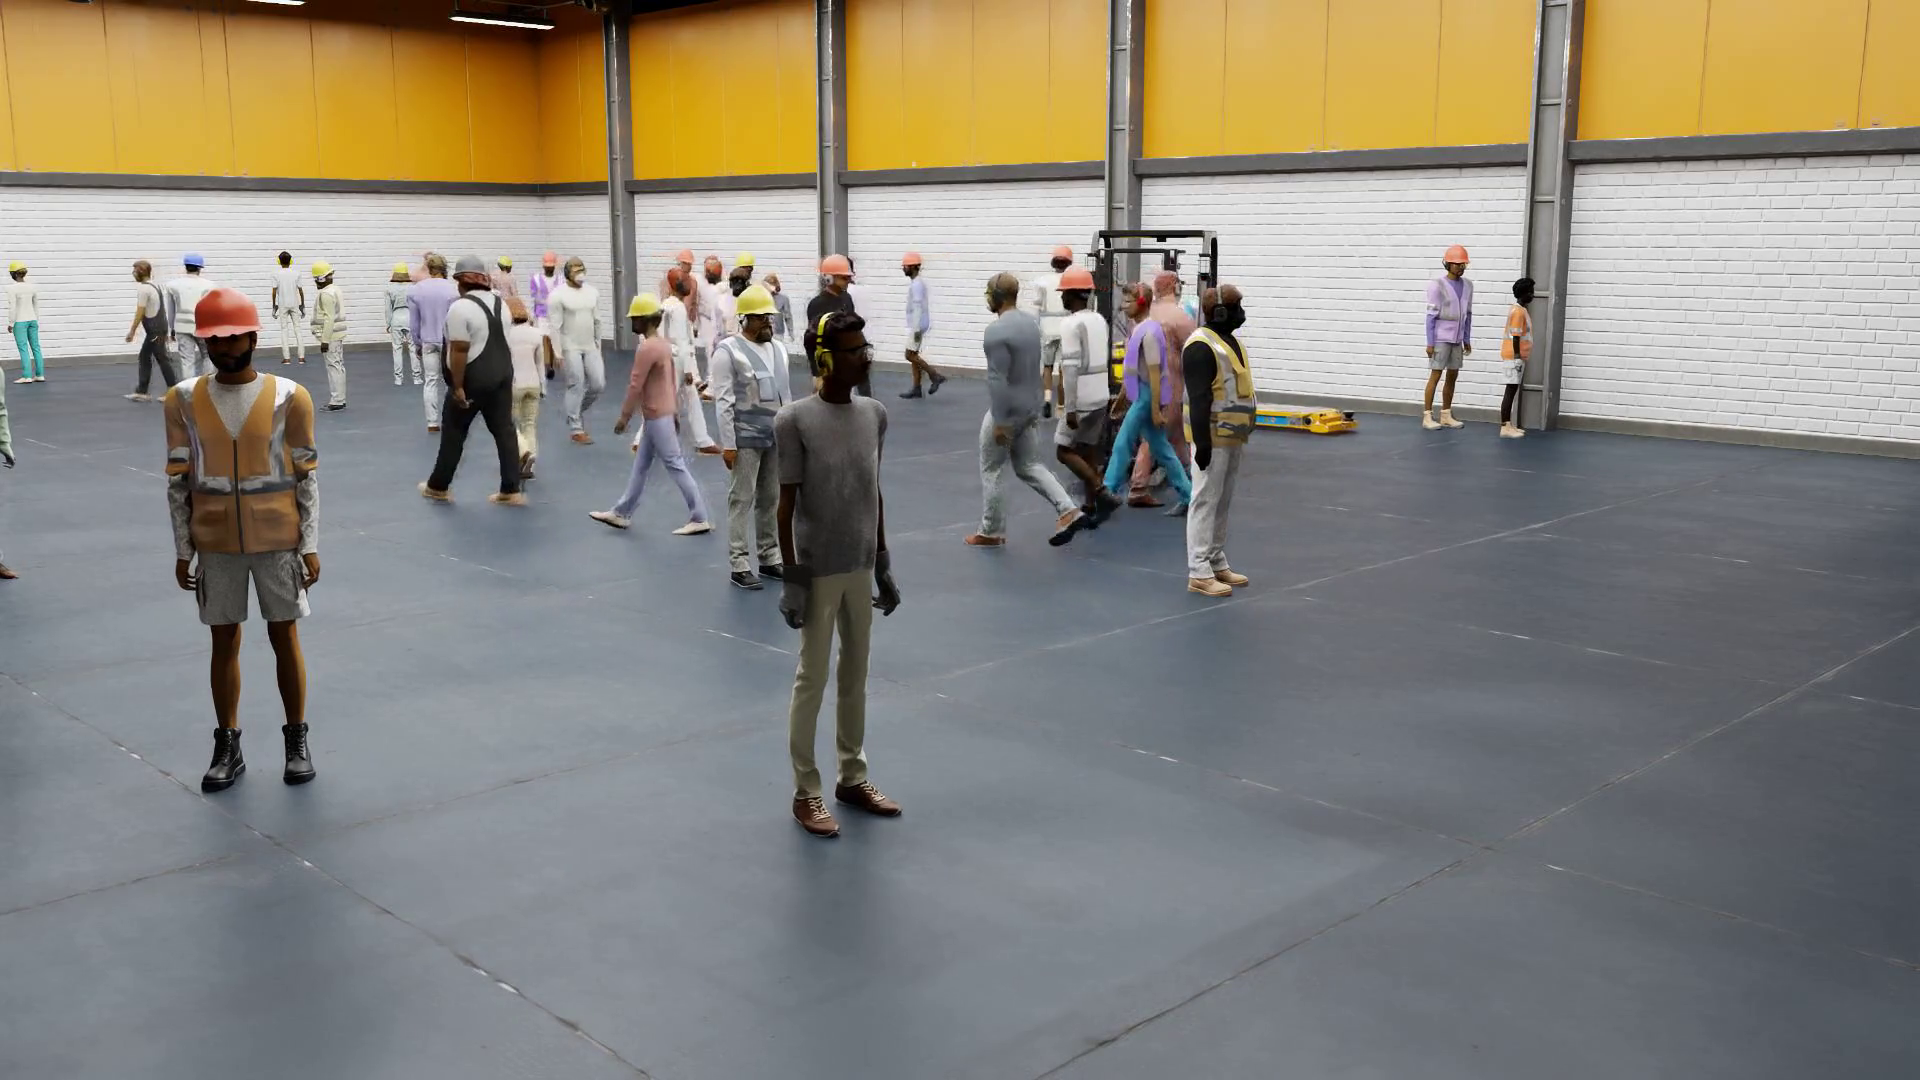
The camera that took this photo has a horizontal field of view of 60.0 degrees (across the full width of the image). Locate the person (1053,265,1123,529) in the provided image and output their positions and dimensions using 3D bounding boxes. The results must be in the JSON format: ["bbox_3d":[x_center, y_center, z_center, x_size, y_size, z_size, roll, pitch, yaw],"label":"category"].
[{"bbox_3d":[0.912,-1.006,11.971,0.559,1.922,0.557,8,13,37],"label":"person"}]

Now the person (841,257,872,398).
[{"bbox_3d":[-1.377,-2.252,18.847,0.920,1.876,0.611,2,11,8],"label":"person"}]

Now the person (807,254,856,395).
[{"bbox_3d":[-1.141,-1.435,14.152,0.752,1.976,0.625,6,12,29],"label":"person"}]

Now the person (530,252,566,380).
[{"bbox_3d":[-6.119,-3.338,24.799,0.561,1.867,1.033,-4,11,-21],"label":"person"}]

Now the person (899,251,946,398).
[{"bbox_3d":[-0.530,-2.797,21.710,0.538,1.921,0.574,0,10,-1],"label":"person"}]

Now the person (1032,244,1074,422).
[{"bbox_3d":[1.129,-2.347,18.968,0.644,2.028,0.521,2,11,10],"label":"person"}]

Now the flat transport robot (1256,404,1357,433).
[{"bbox_3d":[3.592,-1.362,18.399,1.431,0.197,0.652,9,14,40],"label":"flat transport robot"}]

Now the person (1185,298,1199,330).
[{"bbox_3d":[3.014,-2.427,20.434,0.540,1.653,0.889,0,10,-1],"label":"person"}]

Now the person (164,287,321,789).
[{"bbox_3d":[-2.757,0.000,6.426,0.548,1.937,0.358,-3,11,-15],"label":"person"}]

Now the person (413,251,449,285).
[{"bbox_3d":[-9.213,-4.098,29.018,1.000,1.859,0.635,8,13,39],"label":"person"}]

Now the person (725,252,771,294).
[{"bbox_3d":[-2.590,-2.548,20.341,0.588,1.930,0.359,-5,12,-26],"label":"person"}]

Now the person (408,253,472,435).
[{"bbox_3d":[-5.563,-2.085,17.803,0.629,1.936,0.372,1,10,6],"label":"person"}]

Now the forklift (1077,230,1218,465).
[{"bbox_3d":[1.804,-1.825,15.677,1.214,2.155,2.313,2,11,13],"label":"forklift"}]

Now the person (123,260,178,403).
[{"bbox_3d":[-10.381,-2.638,21.156,0.833,1.803,0.494,-2,11,-11],"label":"person"}]

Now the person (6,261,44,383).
[{"bbox_3d":[-13.551,-3.146,24.047,0.318,1.767,0.534,3,11,15],"label":"person"}]

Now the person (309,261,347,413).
[{"bbox_3d":[-7.630,-2.450,20.105,0.403,1.821,0.588,-2,11,-9],"label":"person"}]

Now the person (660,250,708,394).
[{"bbox_3d":[-3.728,-2.903,22.259,0.626,1.914,1.074,-7,13,-35],"label":"person"}]

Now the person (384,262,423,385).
[{"bbox_3d":[-7.984,-3.100,23.860,0.492,1.742,0.324,-3,11,-16],"label":"person"}]

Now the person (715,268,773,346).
[{"bbox_3d":[-2.268,-1.967,17.547,0.639,1.800,0.953,1,10,3],"label":"person"}]

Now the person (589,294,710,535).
[{"bbox_3d":[-2.221,-0.881,11.851,0.937,1.710,0.539,1,10,3],"label":"person"}]

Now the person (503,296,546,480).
[{"bbox_3d":[-3.775,-1.291,14.360,0.503,1.620,0.464,-9,14,-40],"label":"person"}]

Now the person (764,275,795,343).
[{"bbox_3d":[-2.517,-2.788,22.556,0.519,1.586,0.838,-4,11,-20],"label":"person"}]

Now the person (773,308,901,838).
[{"bbox_3d":[-0.431,0.112,5.986,0.524,1.876,0.325,-10,14,-44],"label":"person"}]

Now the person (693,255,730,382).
[{"bbox_3d":[-3.368,-2.990,22.956,0.658,1.853,1.004,-6,12,-30],"label":"person"}]

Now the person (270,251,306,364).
[{"bbox_3d":[-11.171,-3.860,27.663,0.530,1.869,0.311,-6,12,-28],"label":"person"}]

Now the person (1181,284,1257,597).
[{"bbox_3d":[1.552,-0.600,9.949,0.429,1.846,0.633,5,12,27],"label":"person"}]

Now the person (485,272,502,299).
[{"bbox_3d":[-6.736,-2.996,23.619,0.543,1.626,0.397,-3,11,-16],"label":"person"}]

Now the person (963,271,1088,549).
[{"bbox_3d":[0.443,-0.854,11.201,0.827,1.907,0.662,7,12,32],"label":"person"}]

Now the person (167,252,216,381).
[{"bbox_3d":[-9.592,-2.632,20.858,0.625,1.910,0.801,-3,11,-16],"label":"person"}]

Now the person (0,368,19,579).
[{"bbox_3d":[-6.057,-0.539,10.190,0.285,1.634,0.499,6,12,31],"label":"person"}]

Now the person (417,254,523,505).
[{"bbox_3d":[-3.904,-1.298,13.219,1.011,2.000,0.701,5,12,27],"label":"person"}]

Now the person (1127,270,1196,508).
[{"bbox_3d":[1.720,-1.193,13.180,1.002,1.844,0.681,-5,11,-24],"label":"person"}]

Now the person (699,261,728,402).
[{"bbox_3d":[-2.914,-2.624,21.117,1.009,1.824,0.570,2,11,9],"label":"person"}]

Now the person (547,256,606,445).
[{"bbox_3d":[-3.901,-1.931,16.995,0.450,1.920,0.647,9,13,39],"label":"person"}]

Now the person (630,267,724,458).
[{"bbox_3d":[-2.744,-1.682,15.921,0.961,1.836,0.603,-3,11,-15],"label":"person"}]

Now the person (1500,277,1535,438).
[{"bbox_3d":[5.891,-1.925,17.598,0.317,1.693,0.535,4,11,21],"label":"person"}]

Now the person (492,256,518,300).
[{"bbox_3d":[-7.802,-3.987,28.639,0.525,1.769,0.316,5,11,25],"label":"person"}]

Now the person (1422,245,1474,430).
[{"bbox_3d":[5.383,-2.213,18.274,0.622,2.030,0.449,-6,12,-30],"label":"person"}]

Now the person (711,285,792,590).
[{"bbox_3d":[-1.228,-0.626,10.126,0.404,1.833,0.589,8,13,36],"label":"person"}]

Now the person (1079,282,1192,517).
[{"bbox_3d":[1.372,-1.033,12.494,1.004,1.787,0.565,1,10,4],"label":"person"}]
